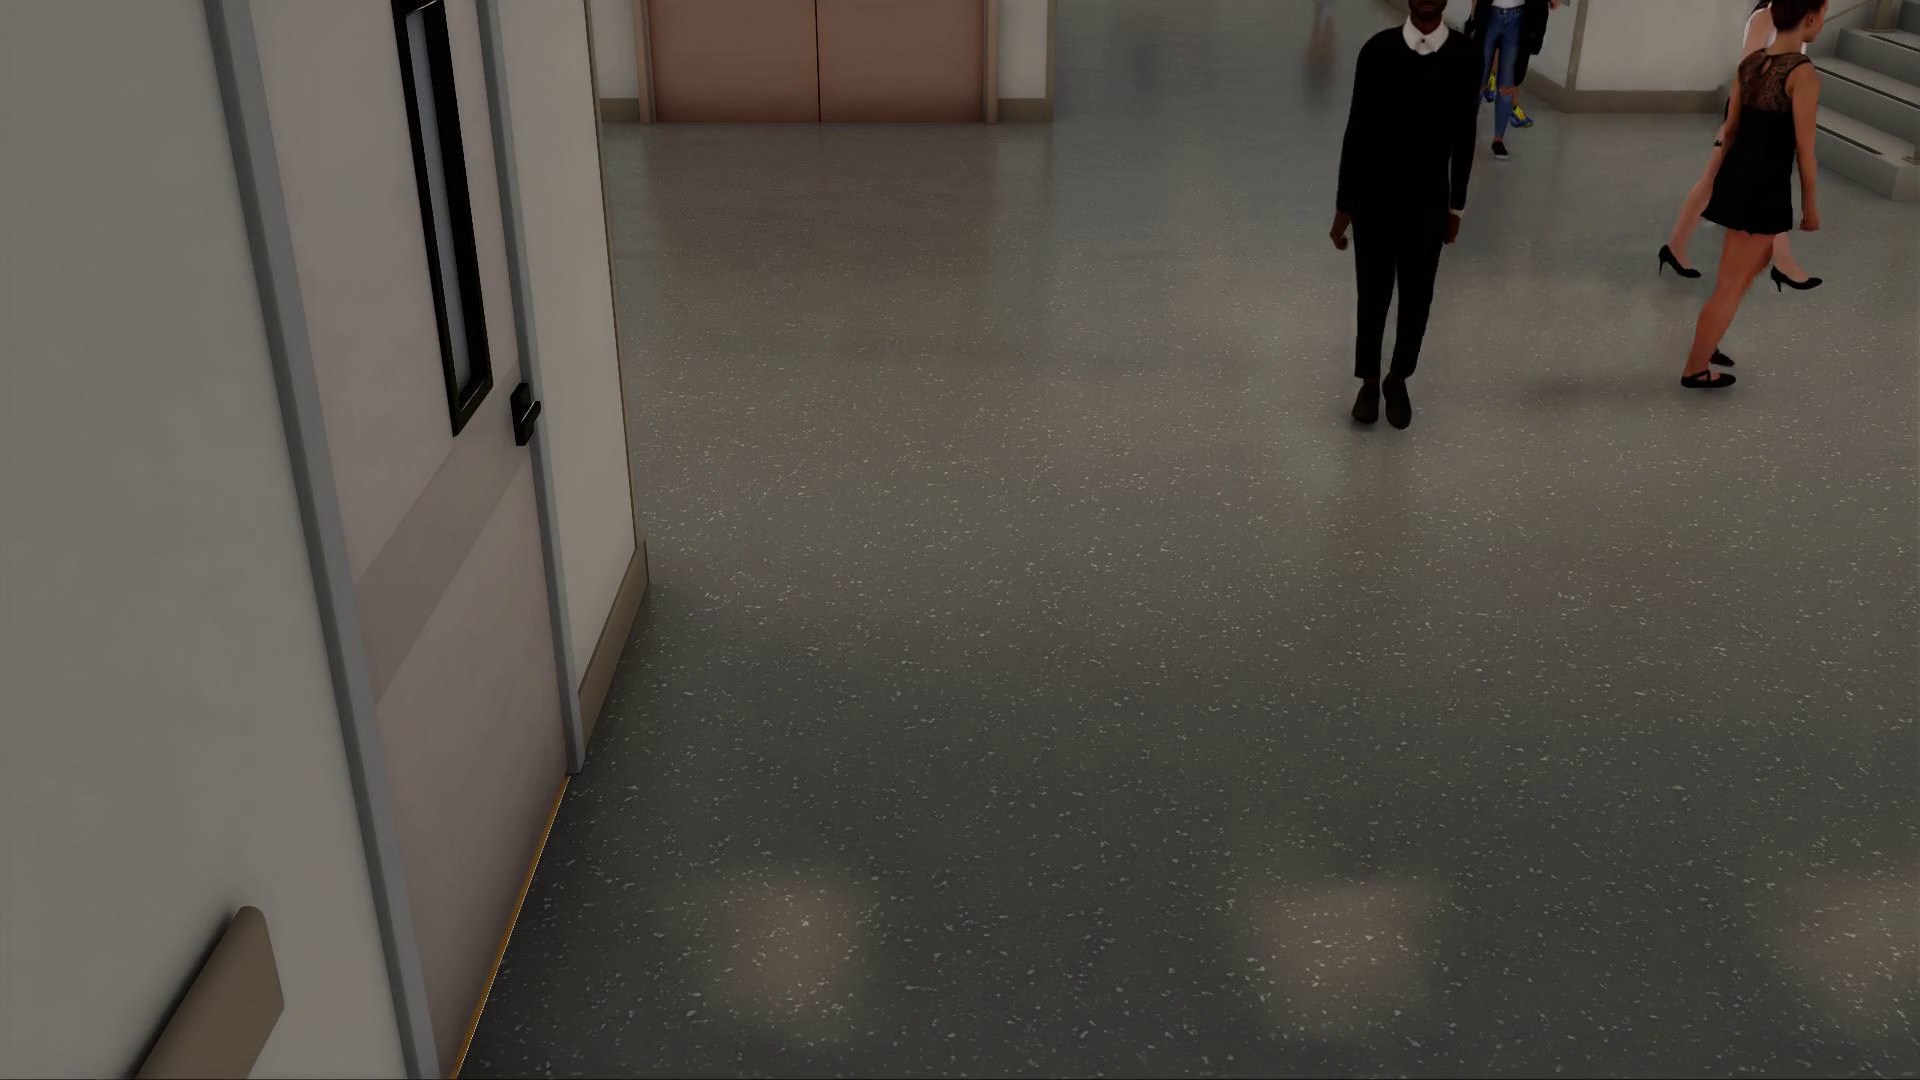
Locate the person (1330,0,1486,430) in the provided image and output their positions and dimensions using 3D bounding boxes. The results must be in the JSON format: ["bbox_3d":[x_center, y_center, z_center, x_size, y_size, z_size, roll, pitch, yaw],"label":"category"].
[{"bbox_3d":[1.695,-1.340,6.432,0.647,1.793,0.777,7,27,13],"label":"person"}]

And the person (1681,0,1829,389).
[{"bbox_3d":[3.115,-1.400,6.699,0.671,1.669,0.609,-4,26,-7],"label":"person"}]

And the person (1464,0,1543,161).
[{"bbox_3d":[3.451,-3.285,10.593,0.579,1.683,0.743,6,26,12],"label":"person"}]

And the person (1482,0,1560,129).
[{"bbox_3d":[3.908,-3.859,11.594,1.135,1.848,0.893,-7,27,-14],"label":"person"}]

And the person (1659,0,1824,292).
[{"bbox_3d":[3.734,-2.021,8.054,1.074,1.612,0.921,16,30,30],"label":"person"}]
